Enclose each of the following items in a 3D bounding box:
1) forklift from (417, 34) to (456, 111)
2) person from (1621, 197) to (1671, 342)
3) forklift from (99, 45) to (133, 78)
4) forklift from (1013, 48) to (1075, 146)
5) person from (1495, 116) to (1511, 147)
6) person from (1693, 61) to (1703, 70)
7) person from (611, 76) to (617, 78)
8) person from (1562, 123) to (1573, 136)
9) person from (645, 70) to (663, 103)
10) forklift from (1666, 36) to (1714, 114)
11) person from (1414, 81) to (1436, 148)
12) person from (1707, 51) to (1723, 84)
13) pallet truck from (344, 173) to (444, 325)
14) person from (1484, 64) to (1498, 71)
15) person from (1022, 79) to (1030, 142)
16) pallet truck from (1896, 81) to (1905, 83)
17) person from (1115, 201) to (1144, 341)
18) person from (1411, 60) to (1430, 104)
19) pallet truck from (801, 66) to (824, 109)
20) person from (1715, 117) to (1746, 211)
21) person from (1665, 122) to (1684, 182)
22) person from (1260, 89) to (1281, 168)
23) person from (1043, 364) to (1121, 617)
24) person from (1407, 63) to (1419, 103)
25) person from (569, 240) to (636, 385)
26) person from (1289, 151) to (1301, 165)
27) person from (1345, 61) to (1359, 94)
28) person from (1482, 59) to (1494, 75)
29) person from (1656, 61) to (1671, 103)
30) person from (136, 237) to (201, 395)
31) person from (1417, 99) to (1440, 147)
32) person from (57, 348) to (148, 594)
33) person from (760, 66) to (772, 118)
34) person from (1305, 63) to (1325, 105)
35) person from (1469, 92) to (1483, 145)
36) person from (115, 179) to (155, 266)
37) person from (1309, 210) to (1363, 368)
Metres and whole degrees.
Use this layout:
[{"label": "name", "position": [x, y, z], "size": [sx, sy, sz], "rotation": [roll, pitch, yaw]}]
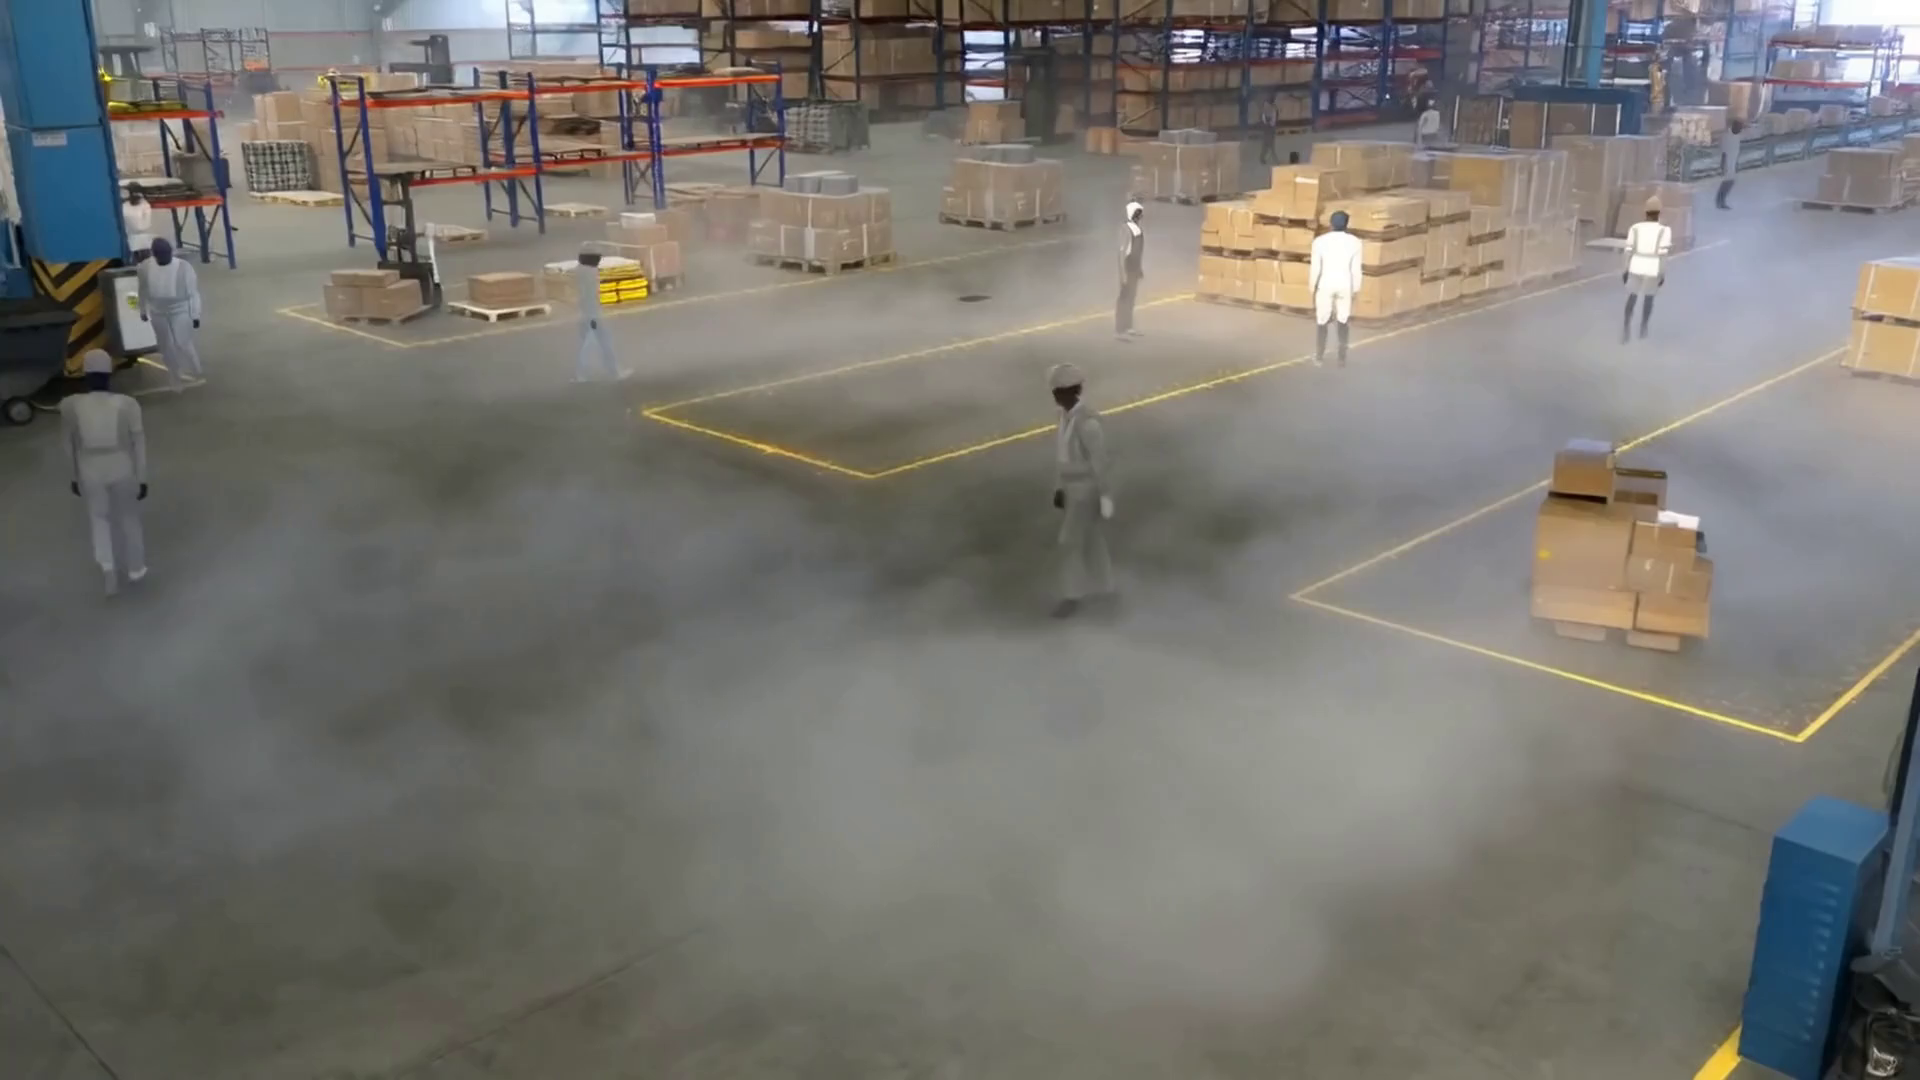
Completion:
[{"label": "forklift", "position": [-20.017, -18.105, 64.331], "size": [1.129, 2.768, 1.873], "rotation": [17, 25, 41]}, {"label": "person", "position": [9.099, -3.597, 22.146], "size": [0.545, 1.913, 0.915], "rotation": [12, 22, 31]}, {"label": "forklift", "position": [-26.334, -14.077, 52.195], "size": [1.873, 2.768, 1.129], "rotation": [6, 19, 18]}, {"label": "forklift", "position": [2.539, -13.370, 50.064], "size": [1.129, 2.768, 1.873], "rotation": [17, 25, 41]}, {"label": "person", "position": [11.967, -8.418, 36.734], "size": [0.517, 1.865, 0.334], "rotation": [-17, 25, -41]}, {"label": "person", "position": [29.127, -17.996, 65.719], "size": [0.585, 1.784, 0.894], "rotation": [17, 25, 41]}, {"label": "person", "position": [-11.932, -15.256, 57.703], "size": [0.509, 1.629, 0.315], "rotation": [15, 23, 37]}, {"label": "person", "position": [13.244, -8.227, 36.372], "size": [0.543, 1.711, 0.895], "rotation": [-3, 19, -8]}, {"label": "person", "position": [-10.375, -14.989, 56.468], "size": [0.589, 1.909, 0.386], "rotation": [3, 19, 9]}, {"label": "forklift", "position": [27.341, -17.291, 61.877], "size": [1.129, 2.768, 1.873], "rotation": [17, 25, 41]}, {"label": "person", "position": [13.502, -12.331, 48.347], "size": [0.636, 1.974, 0.562], "rotation": [12, 22, 33]}, {"label": "person", "position": [33.154, -20.490, 73.053], "size": [0.617, 1.909, 0.645], "rotation": [3, 19, 10]}, {"label": "pallet truck", "position": [-8.209, -4.181, 23.757], "size": [0.823, 1.965, 1.885], "rotation": [3, 19, 9]}, {"label": "person", "position": [22.917, -20.138, 71.780], "size": [0.605, 2.035, 0.399], "rotation": [7, 20, 20]}, {"label": "person", "position": [2.076, -13.216, 51.157], "size": [0.342, 1.882, 0.579], "rotation": [7, 20, 21]}, {"label": "pallet truck", "position": [34.802, -16.331, 61.455], "size": [0.653, 1.274, 1.630], "rotation": [17, 25, 41]}, {"label": "person", "position": [2.289, -3.611, 22.281], "size": [0.326, 1.842, 0.517], "rotation": [12, 22, 31]}, {"label": "person", "position": [18.061, -17.789, 64.989], "size": [0.895, 1.859, 0.650], "rotation": [-11, 21, -30]}, {"label": "pallet truck", "position": [-4.812, -15.182, 56.903], "size": [0.823, 1.965, 1.885], "rotation": [-9, 21, -26]}, {"label": "person", "position": [16.294, -7.935, 35.137], "size": [0.628, 1.947, 0.522], "rotation": [-16, 24, -40]}, {"label": "person", "position": [15.864, -8.425, 37.014], "size": [0.321, 1.697, 0.530], "rotation": [-1, 18, -3]}, {"label": "person", "position": [8.174, -10.790, 43.603], "size": [0.624, 2.000, 0.706], "rotation": [1, 18, 2]}, {"label": "person", "position": [0.888, -0.366, 12.427], "size": [0.760, 1.892, 0.610], "rotation": [-3, 19, -10]}, {"label": "person", "position": [18.611, -18.670, 68.033], "size": [0.576, 1.608, 0.590], "rotation": [-17, 25, -42]}, {"label": "person", "position": [-4.339, -2.715, 19.804], "size": [0.871, 1.704, 0.508], "rotation": [-17, 25, -41]}, {"label": "person", "position": [5.703, -5.664, 28.400], "size": [0.604, 1.888, 0.890], "rotation": [-9, 21, -26]}, {"label": "person", "position": [17.555, -20.853, 74.291], "size": [0.901, 1.795, 0.587], "rotation": [-13, 22, -34]}, {"label": "person", "position": [22.685, -19.837, 71.443], "size": [0.627, 1.673, 0.317], "rotation": [-6, 19, -17]}, {"label": "person", "position": [28.745, -18.703, 68.001], "size": [0.540, 1.677, 0.521], "rotation": [11, 21, 30]}, {"label": "person", "position": [-9.136, -2.589, 19.227], "size": [0.629, 1.828, 0.438], "rotation": [-4, 19, -11]}, {"label": "person", "position": [12.323, -10.713, 43.830], "size": [0.547, 1.740, 0.662], "rotation": [-4, 19, -11]}, {"label": "person", "position": [-6.598, -0.520, 12.876], "size": [0.595, 1.905, 0.732], "rotation": [-7, 20, -20]}, {"label": "person", "position": [-7.071, -16.330, 60.605], "size": [0.430, 1.845, 0.624], "rotation": [3, 19, 9]}, {"label": "person", "position": [14.249, -18.512, 67.168], "size": [1.009, 1.862, 0.655], "rotation": [4, 19, 12]}, {"label": "person", "position": [15.113, -12.347, 48.942], "size": [0.435, 1.612, 0.543], "rotation": [-12, 22, -33]}, {"label": "person", "position": [-11.879, -4.261, 24.117], "size": [0.383, 1.923, 0.588], "rotation": [9, 20, 24]}, {"label": "person", "position": [4.633, -3.096, 20.582], "size": [0.636, 1.936, 0.355], "rotation": [1, 18, 4]}]
